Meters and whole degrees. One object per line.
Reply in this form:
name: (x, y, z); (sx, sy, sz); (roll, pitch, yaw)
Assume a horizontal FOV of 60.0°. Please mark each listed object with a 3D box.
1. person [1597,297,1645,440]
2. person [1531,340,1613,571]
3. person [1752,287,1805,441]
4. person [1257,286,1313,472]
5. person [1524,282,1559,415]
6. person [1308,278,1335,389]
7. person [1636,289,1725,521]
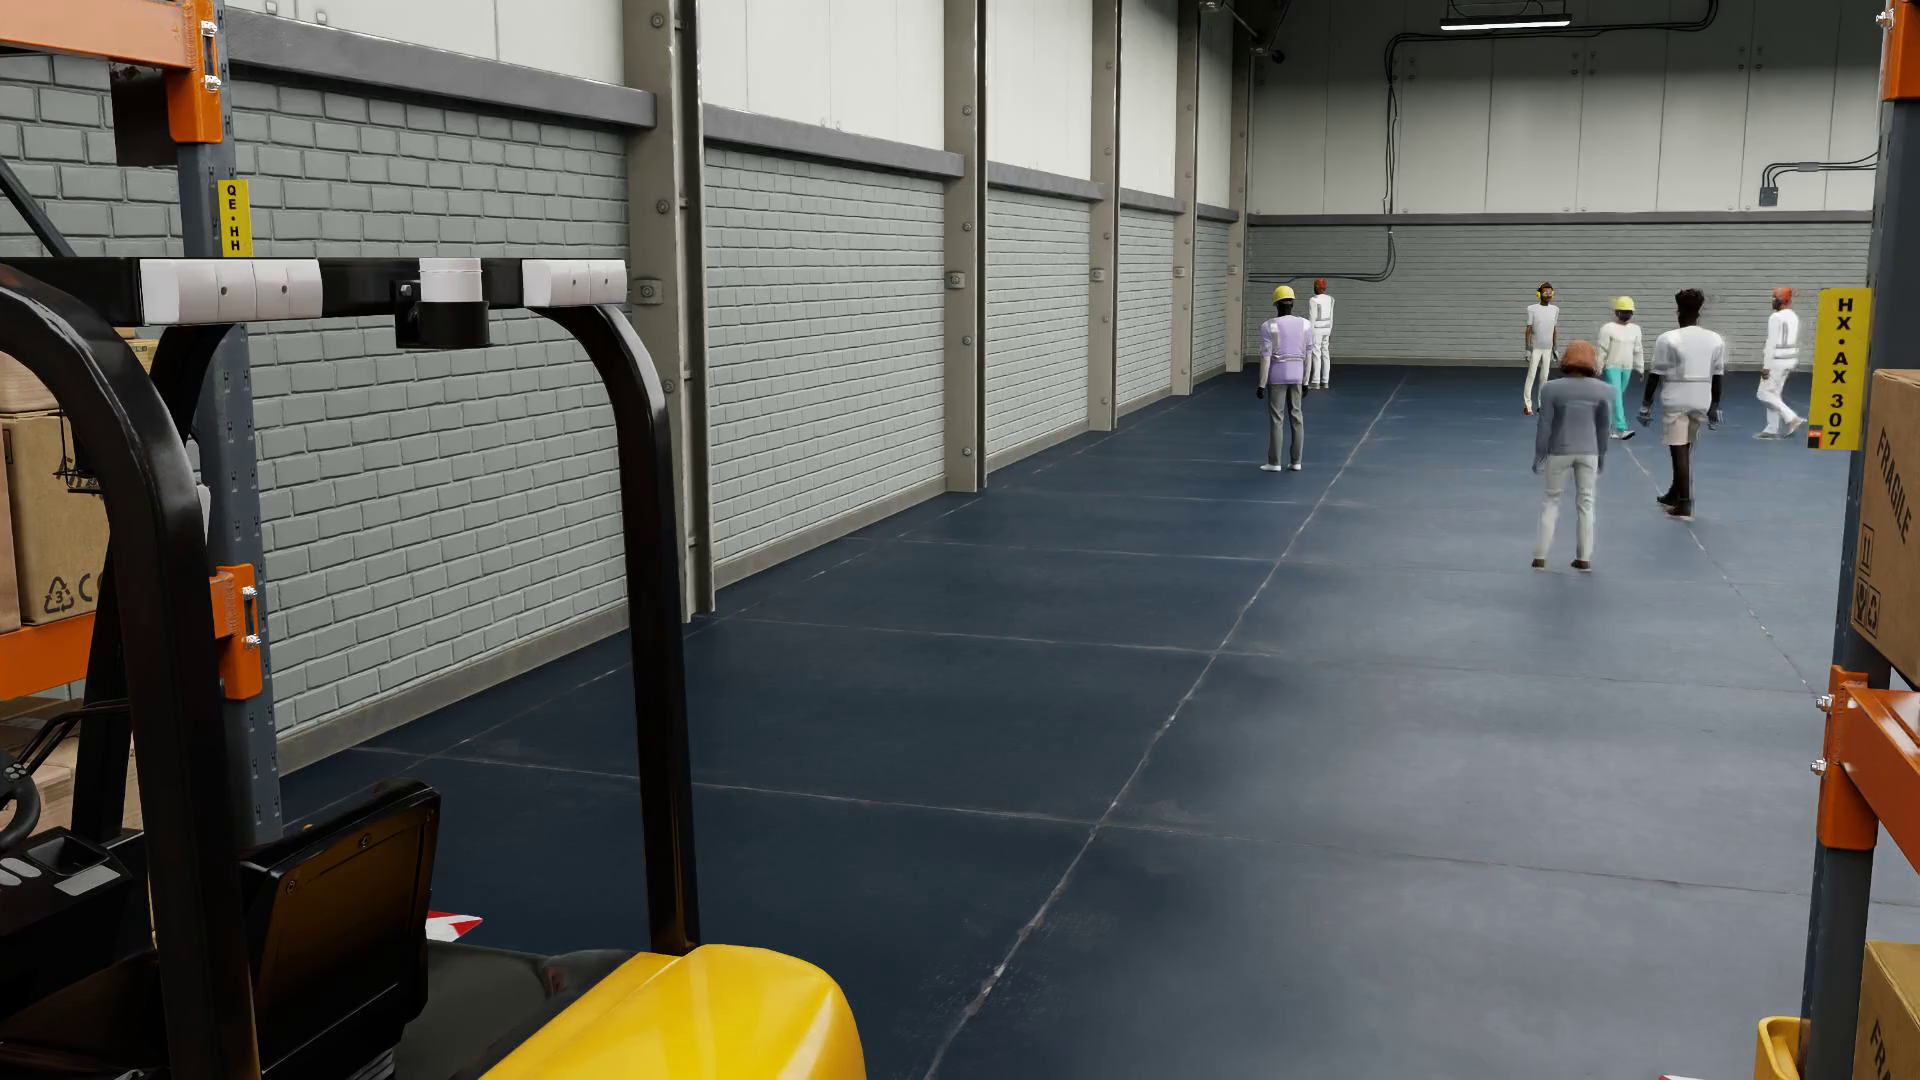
person: (8.035, -2.057, 20.087); (0.548, 1.724, 0.852); (-2, 10, -14)
person: (4.284, -0.578, 11.666); (0.530, 1.620, 0.309); (1, 10, 6)
person: (9.876, -2.104, 19.979); (0.591, 1.866, 0.552); (-8, 12, -39)
person: (3.336, -1.653, 17.152); (0.585, 1.918, 0.379); (-3, 10, -17)
person: (8.221, -2.693, 23.483); (0.520, 1.873, 0.328); (-2, 10, -12)
person: (6.115, -3.514, 28.338); (0.574, 1.883, 0.355); (-7, 12, -37)
person: (6.085, -1.161, 14.177); (0.610, 1.935, 0.852); (-2, 10, -12)
